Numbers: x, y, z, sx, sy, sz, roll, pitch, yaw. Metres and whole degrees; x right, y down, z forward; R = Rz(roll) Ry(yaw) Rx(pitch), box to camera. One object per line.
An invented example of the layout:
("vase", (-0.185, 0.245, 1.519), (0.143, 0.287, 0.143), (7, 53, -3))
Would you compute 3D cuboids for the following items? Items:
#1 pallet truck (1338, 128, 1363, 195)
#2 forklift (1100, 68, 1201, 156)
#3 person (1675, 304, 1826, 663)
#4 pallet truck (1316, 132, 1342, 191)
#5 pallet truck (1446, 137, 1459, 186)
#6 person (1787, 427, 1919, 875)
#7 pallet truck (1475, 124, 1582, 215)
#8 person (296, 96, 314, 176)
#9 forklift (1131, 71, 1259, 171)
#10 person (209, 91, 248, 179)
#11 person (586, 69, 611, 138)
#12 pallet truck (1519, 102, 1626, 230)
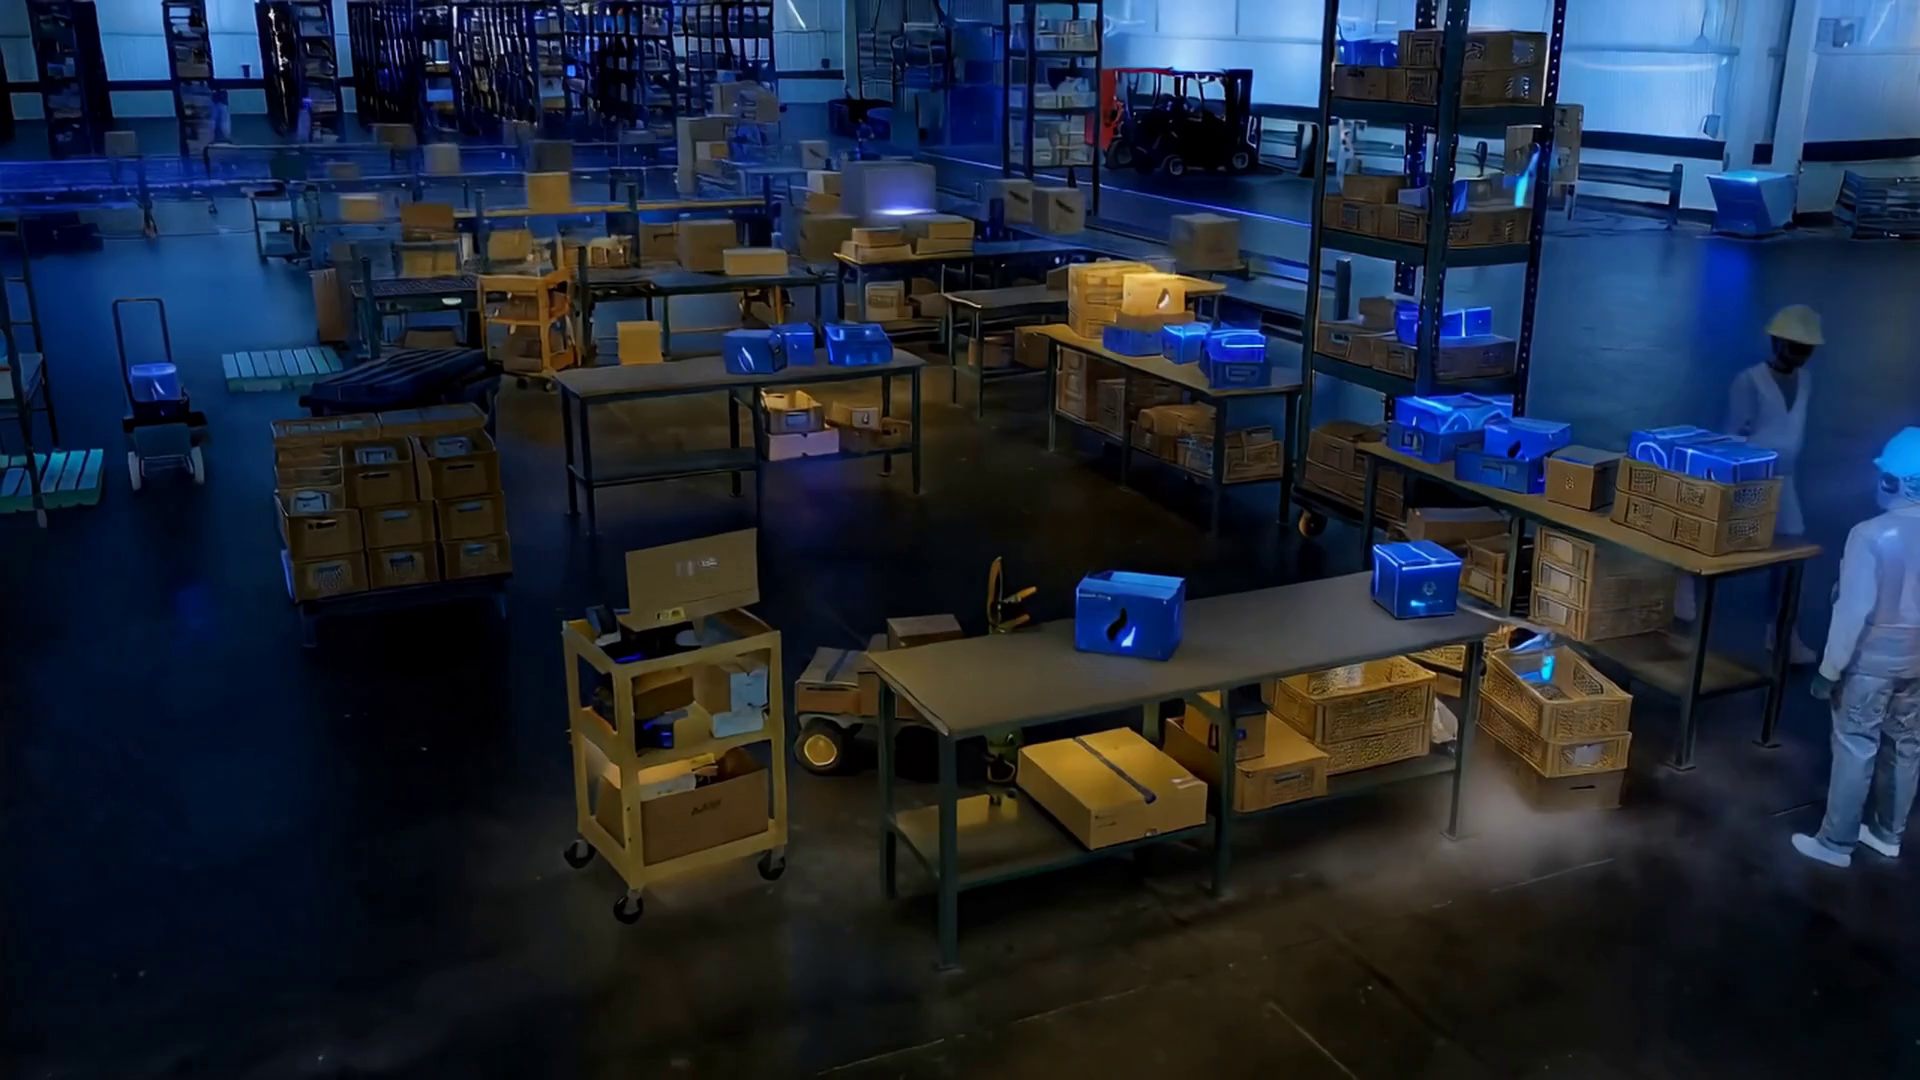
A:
("pallet truck", (7.845, -7.140, 31.411), (1.522, 1.261, 0.704), (-9, 20, -25))
("forklift", (4.082, -9.564, 37.410), (2.680, 1.987, 1.157), (-8, 19, -23))
("person", (4.331, -0.355, 9.056), (0.555, 1.901, 0.969), (-6, 18, -17))
("pallet truck", (7.723, -7.504, 32.656), (1.601, 1.201, 0.680), (-8, 19, -23))
("pallet truck", (9.184, -6.485, 29.328), (1.630, 1.274, 0.653), (-8, 19, -23))
("person", (3.660, 0.451, 6.613), (0.589, 1.834, 0.403), (-5, 18, -15))
("pallet truck", (9.707, -6.455, 28.103), (1.885, 1.965, 0.823), (-7, 19, -20))
("person", (-13.340, -8.153, 33.883), (0.489, 1.741, 0.529), (-2, 18, -5))
("forklift", (4.998, -8.936, 35.413), (2.680, 1.987, 1.157), (-9, 20, -25))
("person", (-15.339, -8.403, 34.535), (0.800, 1.820, 0.568), (-2, 18, -7))
("person", (-9.785, -12.077, 45.918), (1.062, 1.942, 0.633), (-7, 19, -21))
("pallet truck", (9.972, -6.037, 26.785), (1.885, 1.965, 0.823), (-9, 20, -25))
